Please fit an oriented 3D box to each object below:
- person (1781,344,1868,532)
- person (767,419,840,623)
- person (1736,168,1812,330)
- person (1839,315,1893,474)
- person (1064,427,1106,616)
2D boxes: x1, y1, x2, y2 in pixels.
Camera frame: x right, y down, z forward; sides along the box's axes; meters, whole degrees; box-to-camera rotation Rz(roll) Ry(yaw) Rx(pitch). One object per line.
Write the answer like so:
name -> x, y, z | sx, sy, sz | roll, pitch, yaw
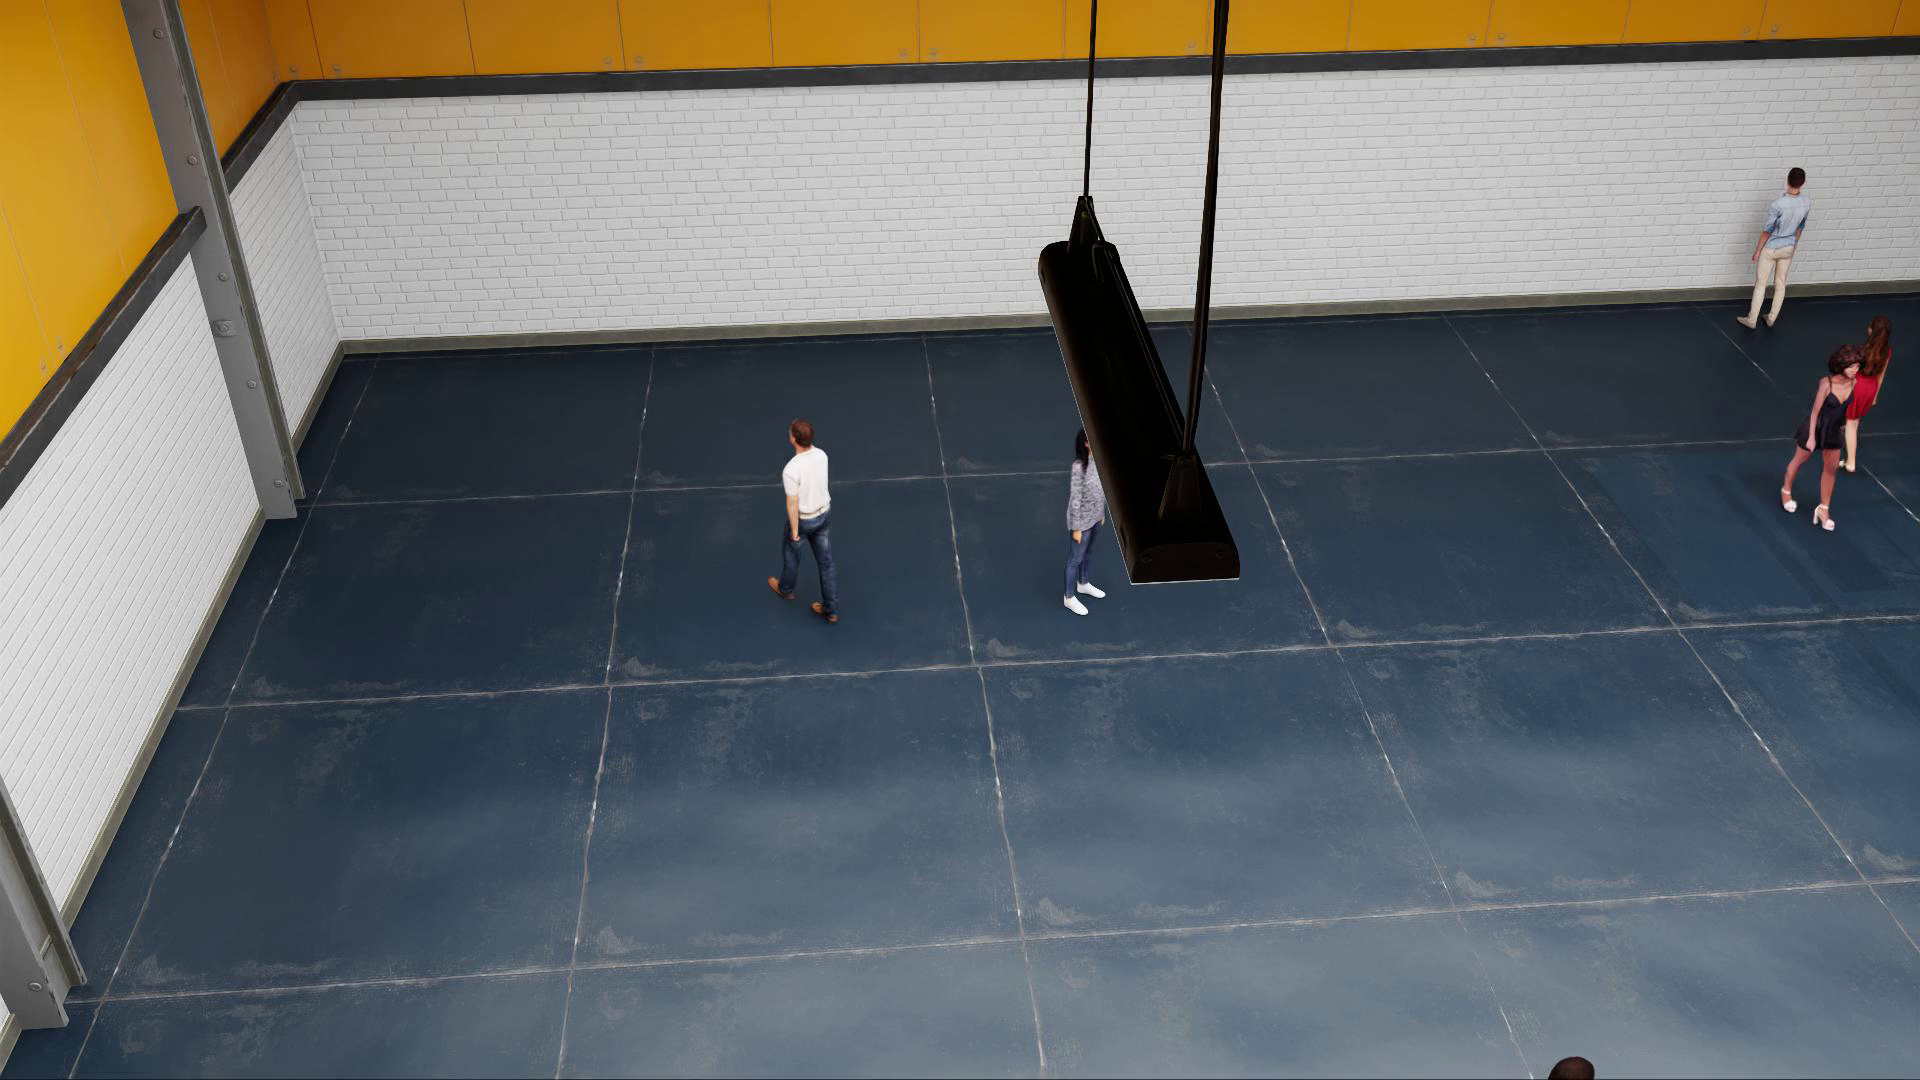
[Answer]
person -> 7.803, -1.017, 15.181 | 0.644, 1.768, 0.889 | -6, 34, -9
person -> -1.177, -0.121, 13.783 | 1.154, 1.824, 1.067 | 28, 43, 35
person -> 9.071, -3.229, 18.439 | 0.647, 1.846, 0.546 | -4, 34, -5
person -> 8.649, -1.377, 15.963 | 0.552, 1.503, 1.062 | -3, 34, -5
person -> 1.056, -0.209, 13.996 | 0.744, 1.735, 0.660 | 20, 39, 28
